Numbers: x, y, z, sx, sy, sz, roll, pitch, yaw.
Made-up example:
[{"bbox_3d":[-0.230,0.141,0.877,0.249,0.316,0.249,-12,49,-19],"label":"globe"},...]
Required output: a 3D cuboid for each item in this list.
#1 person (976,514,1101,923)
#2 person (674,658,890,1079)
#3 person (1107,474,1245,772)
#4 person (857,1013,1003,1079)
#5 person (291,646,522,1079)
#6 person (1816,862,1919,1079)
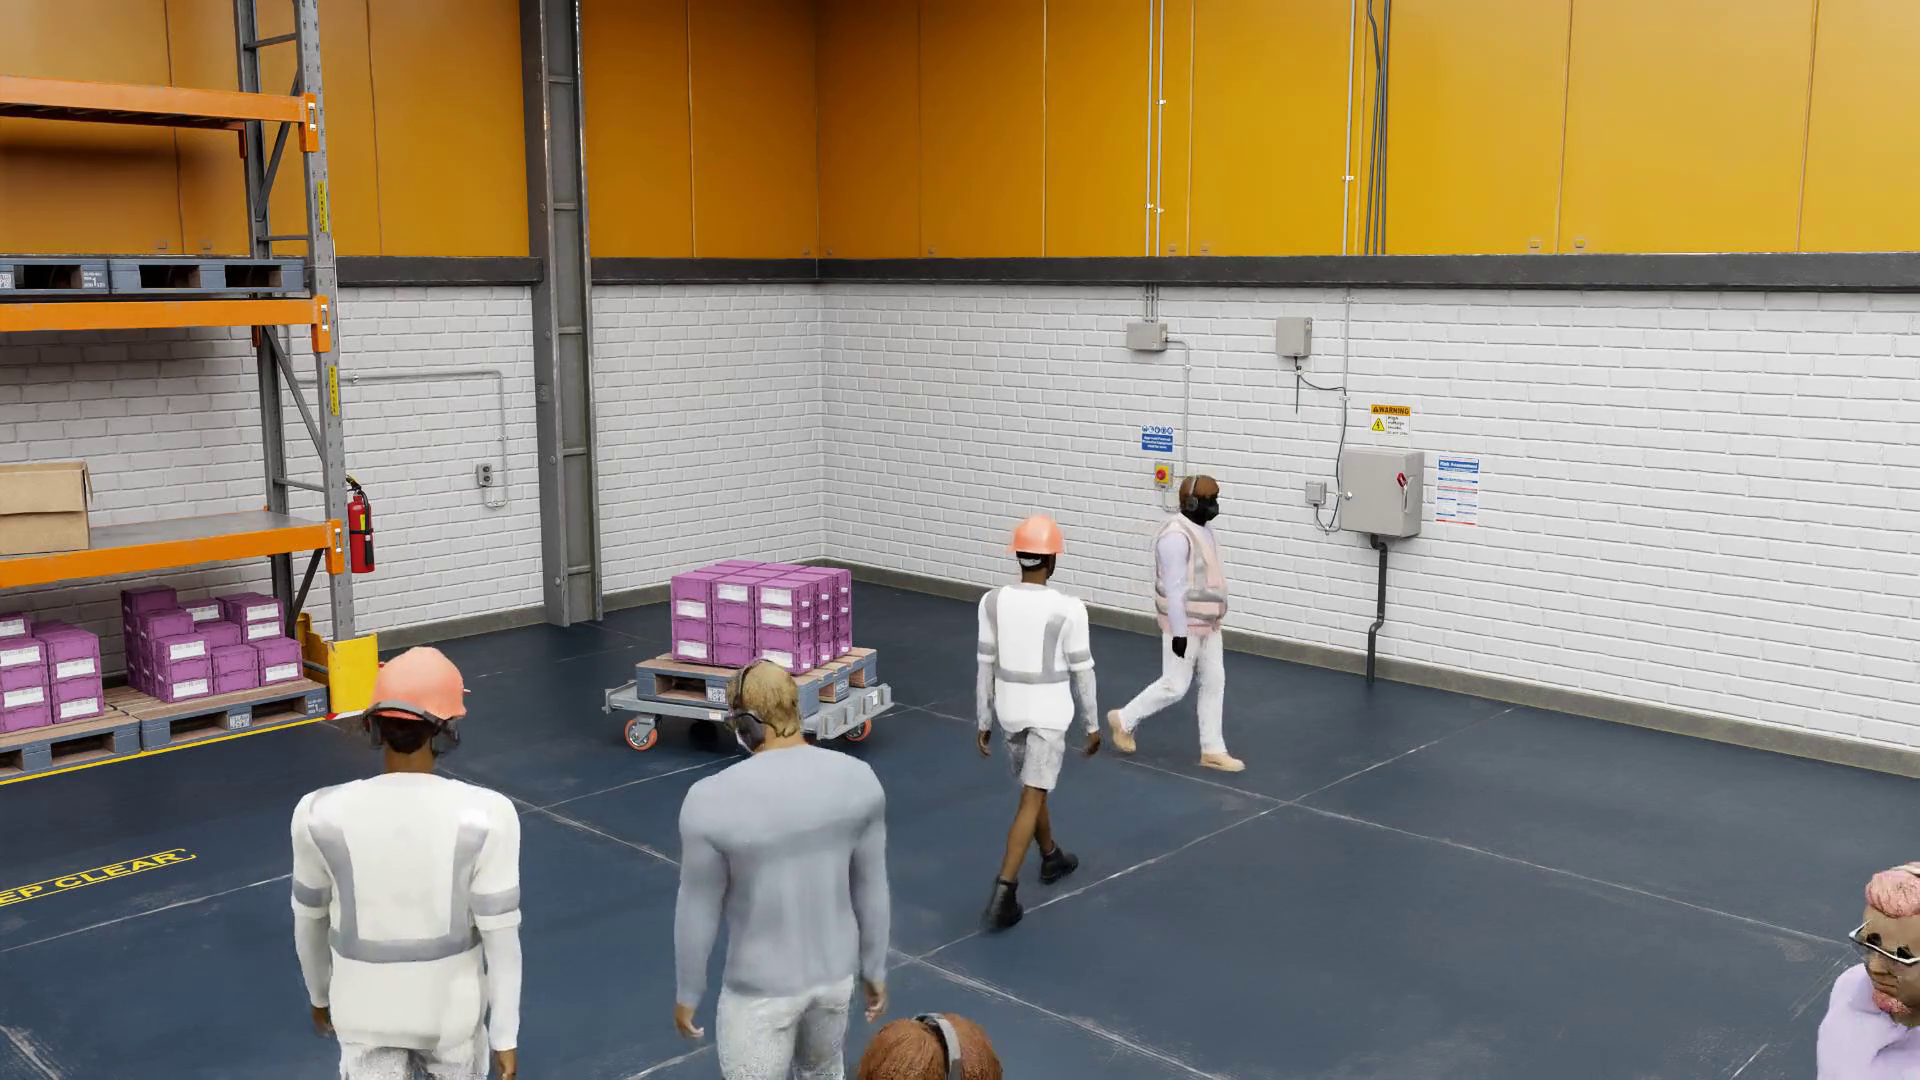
[{"bbox_3d":[0.347,0.822,7.879,0.561,1.892,1.009,5,11,30],"label":"person"},{"bbox_3d":[-0.462,1.307,4.843,0.657,1.910,0.735,-6,11,-32],"label":"person"},{"bbox_3d":[1.328,0.494,10.096,0.780,1.817,0.626,6,11,32],"label":"person"},{"bbox_3d":[-0.068,1.673,2.944,0.637,1.789,0.923,6,11,31],"label":"person"},{"bbox_3d":[-1.540,1.281,4.710,0.618,1.993,0.993,-2,10,-14],"label":"person"},{"bbox_3d":[2.042,1.562,3.471,1.027,1.854,0.653,-3,10,-16],"label":"person"}]
